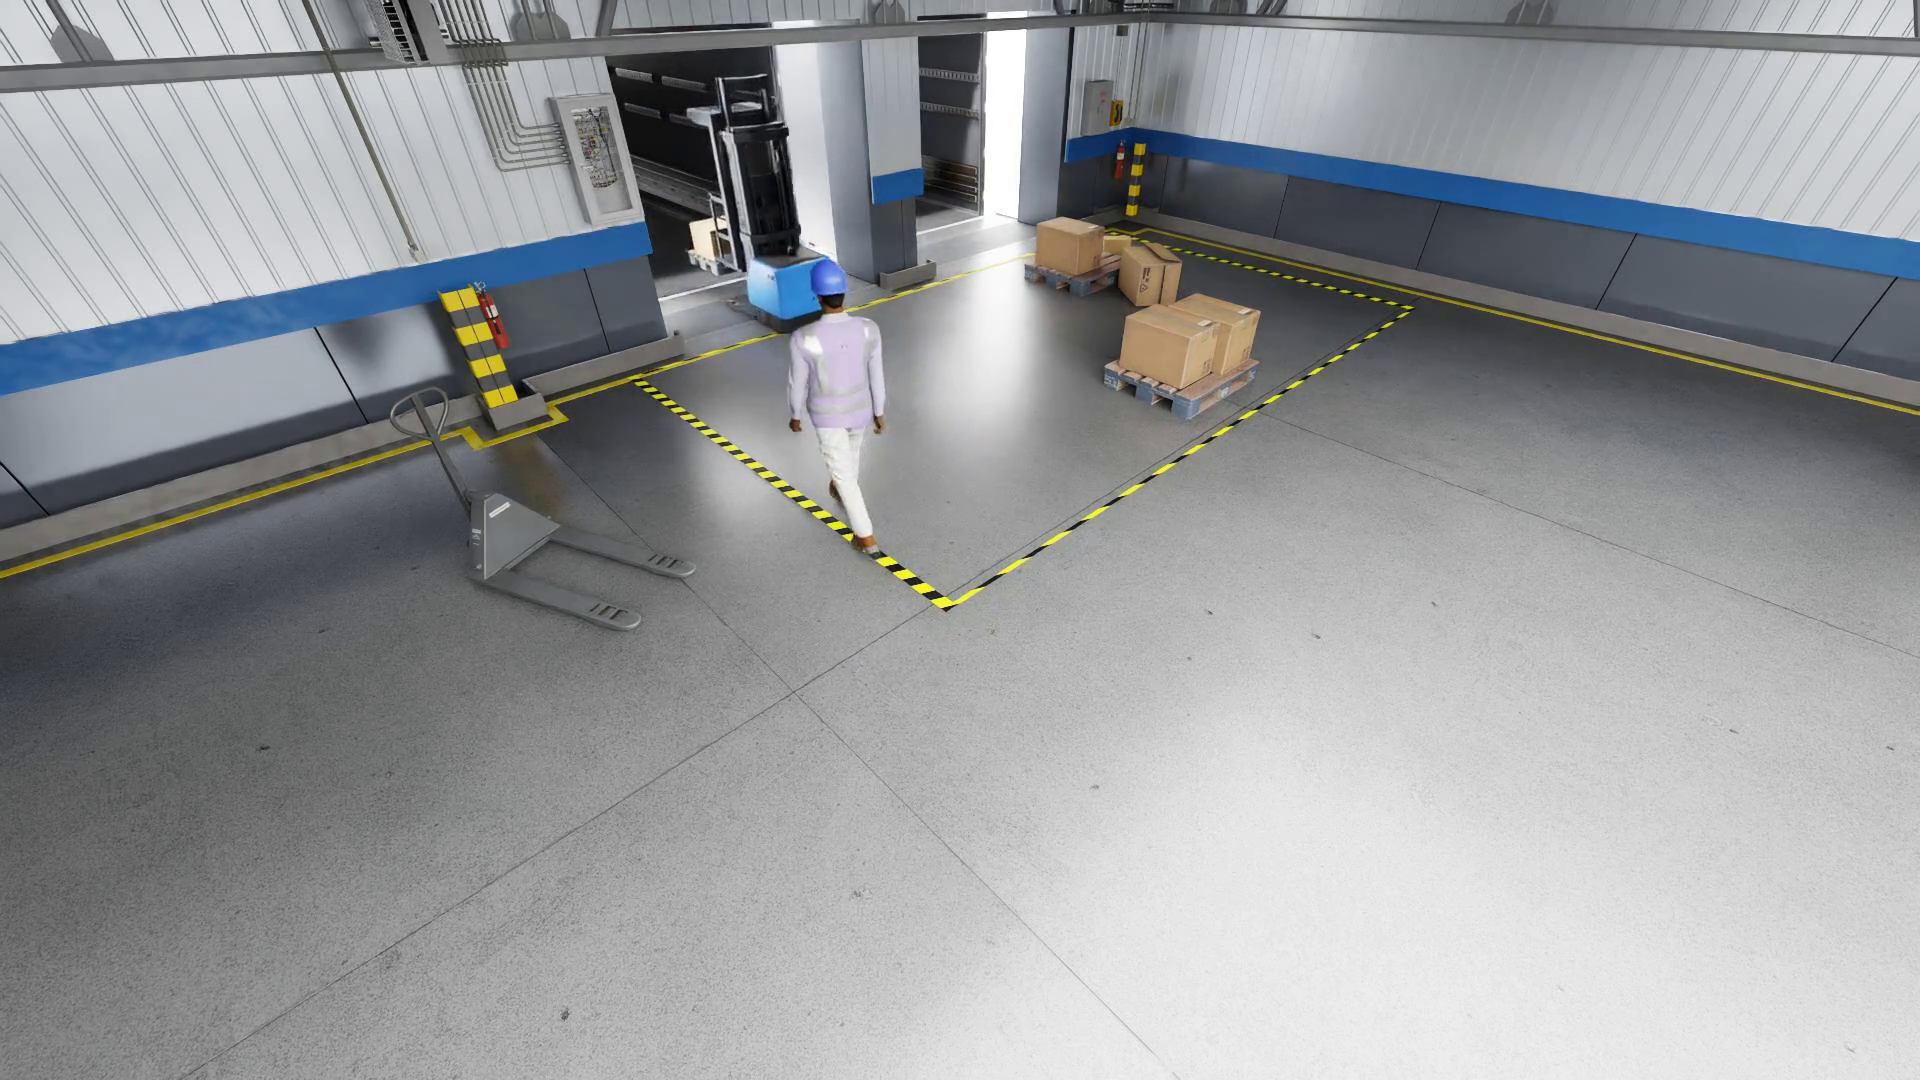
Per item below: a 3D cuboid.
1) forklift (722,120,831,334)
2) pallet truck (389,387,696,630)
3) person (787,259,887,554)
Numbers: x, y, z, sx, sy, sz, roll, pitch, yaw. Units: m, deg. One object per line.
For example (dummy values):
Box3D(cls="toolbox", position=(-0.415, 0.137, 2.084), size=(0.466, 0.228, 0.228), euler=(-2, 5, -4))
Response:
Box3D(cls="forklift", position=(-1.956, -3.368, 7.974), size=(0.716, 2.013, 0.776), euler=(-30, 47, -33))
Box3D(cls="pallet truck", position=(-2.613, -0.247, 4.593), size=(1.601, 1.201, 0.680), euler=(14, 40, 17))
Box3D(cls="person", position=(-0.798, -0.859, 4.848), size=(0.613, 1.901, 0.991), euler=(-22, 43, -26))
